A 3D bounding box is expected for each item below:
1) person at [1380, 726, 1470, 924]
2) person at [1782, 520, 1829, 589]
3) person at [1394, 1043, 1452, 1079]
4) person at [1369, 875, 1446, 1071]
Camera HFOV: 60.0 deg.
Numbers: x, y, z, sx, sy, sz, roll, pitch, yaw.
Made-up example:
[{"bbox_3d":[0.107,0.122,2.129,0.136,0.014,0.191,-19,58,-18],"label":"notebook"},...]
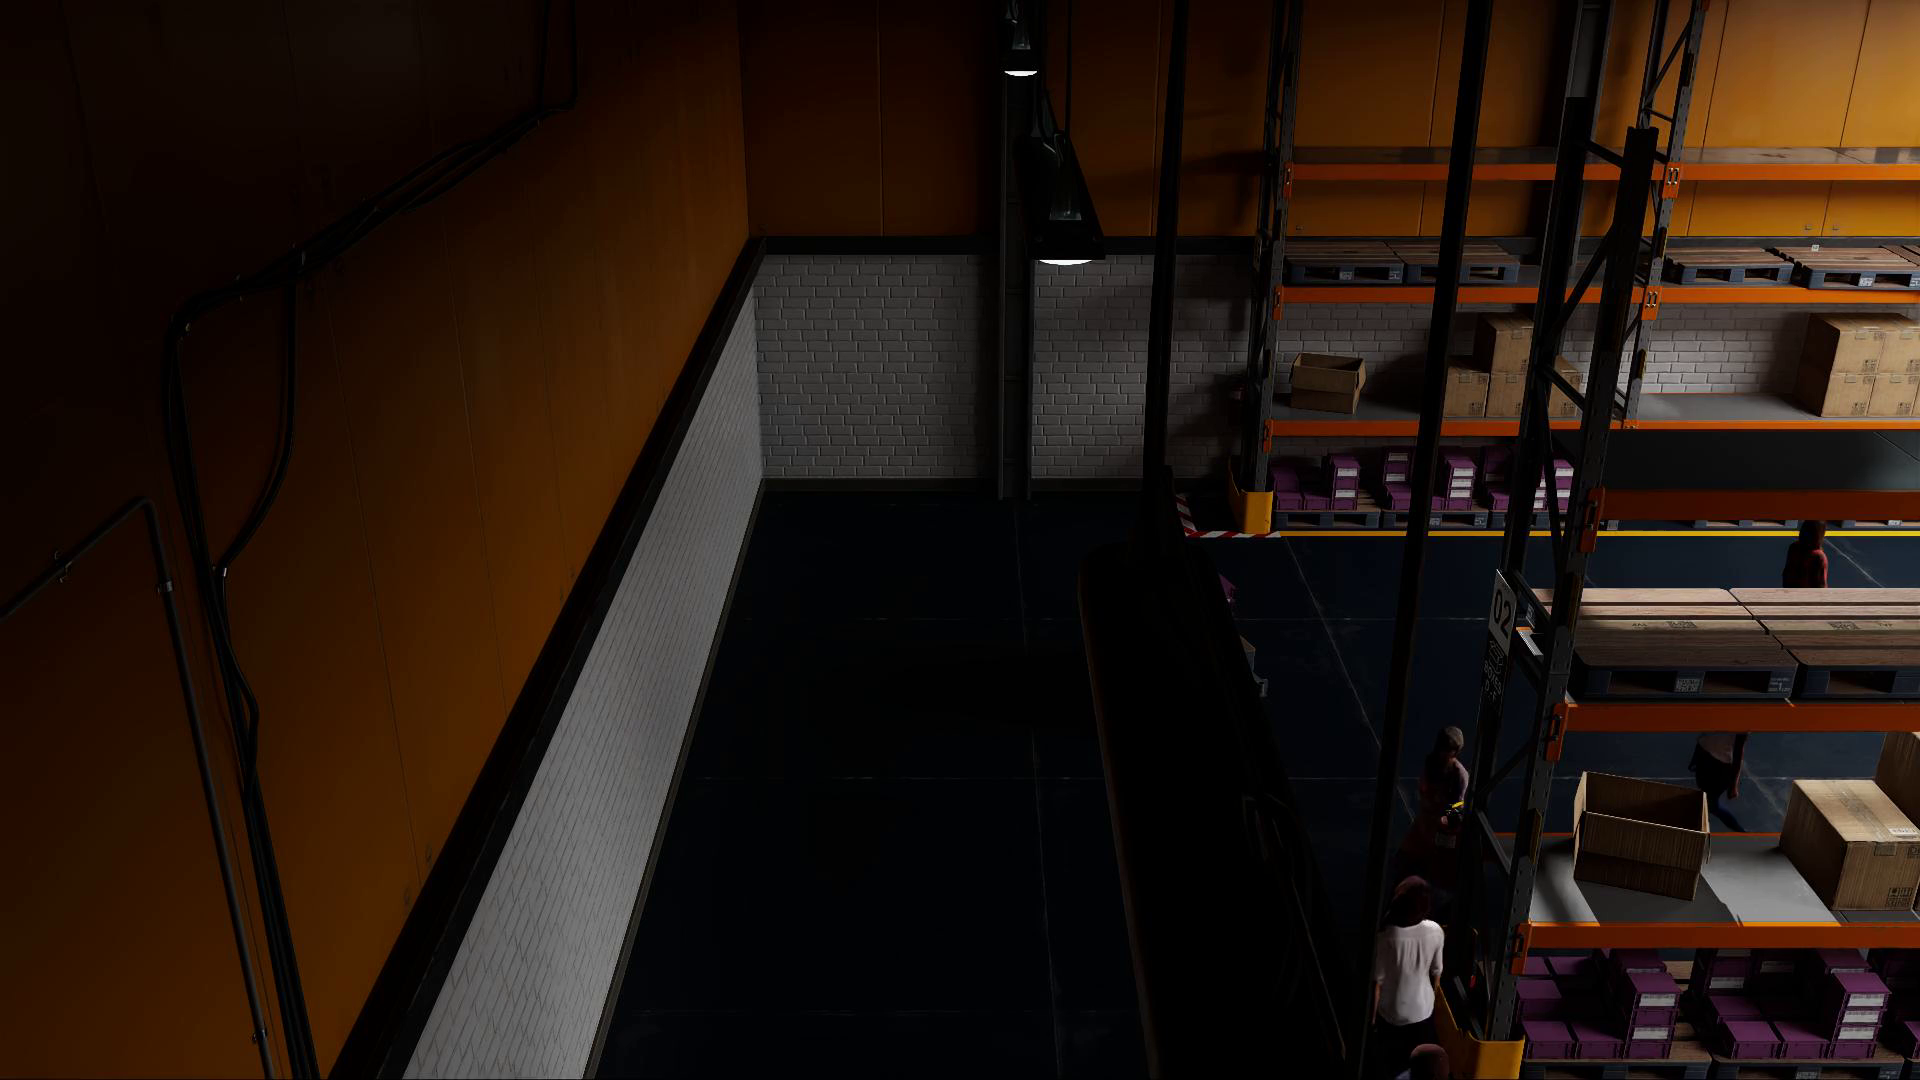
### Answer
[{"bbox_3d":[3.443,2.046,11.748,1.149,1.639,0.904,-10,26,-22],"label":"person"},{"bbox_3d":[7.583,0.575,15.034,0.652,1.703,0.674,-7,25,-16],"label":"person"},{"bbox_3d":[2.228,3.312,8.650,0.981,1.800,0.972,16,28,33],"label":"person"},{"bbox_3d":[2.623,2.873,9.754,1.089,1.721,0.666,0,24,0],"label":"person"}]
